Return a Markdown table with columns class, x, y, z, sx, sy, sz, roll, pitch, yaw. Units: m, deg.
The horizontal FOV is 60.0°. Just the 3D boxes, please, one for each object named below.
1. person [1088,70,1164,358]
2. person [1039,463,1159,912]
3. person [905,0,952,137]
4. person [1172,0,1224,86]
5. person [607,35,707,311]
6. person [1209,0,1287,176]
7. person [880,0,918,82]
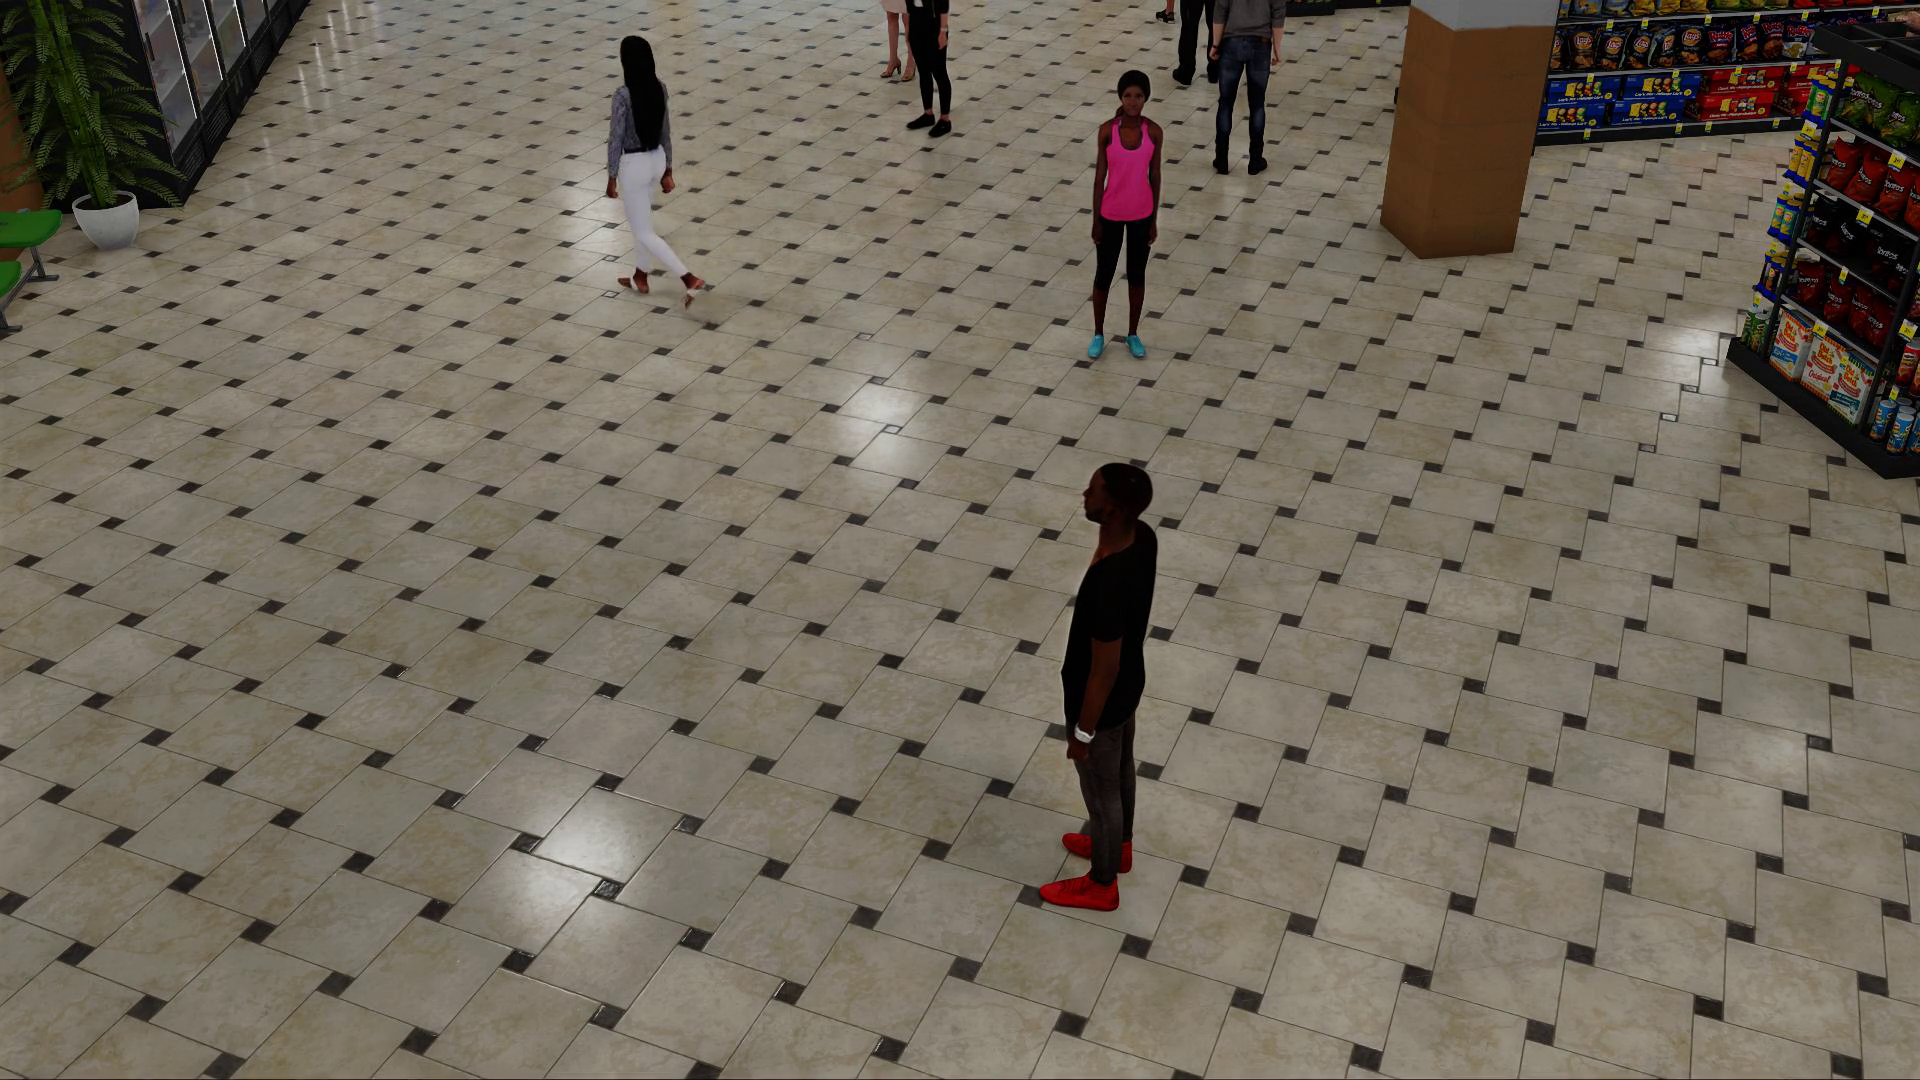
| class | x | y | z | sx | sy | sz | roll | pitch | yaw |
| --- | --- | --- | --- | --- | --- | --- | --- | --- | --- |
| person | 0.971 | -1.904 | 9.769 | 0.533 | 1.723 | 0.642 | 0 | 32 | -1 |
| person | 0.518 | 0.522 | 5.794 | 0.707 | 1.806 | 0.715 | 10 | 33 | 16 |
| person | -0.239 | -4.136 | 13.371 | 0.715 | 1.709 | 0.686 | -27 | 41 | -36 |
| person | 2.129 | -4.913 | 14.498 | 0.508 | 1.837 | 0.786 | -3 | 32 | -5 |
| person | -1.918 | -2.236 | 10.326 | 1.129 | 1.700 | 1.070 | 21 | 37 | 30 |
| person | 2.149 | -3.711 | 12.504 | 0.639 | 1.903 | 0.822 | 6 | 32 | 9 |
| person | -0.537 | -4.933 | 14.626 | 0.681 | 1.736 | 0.746 | 19 | 37 | 28 |
